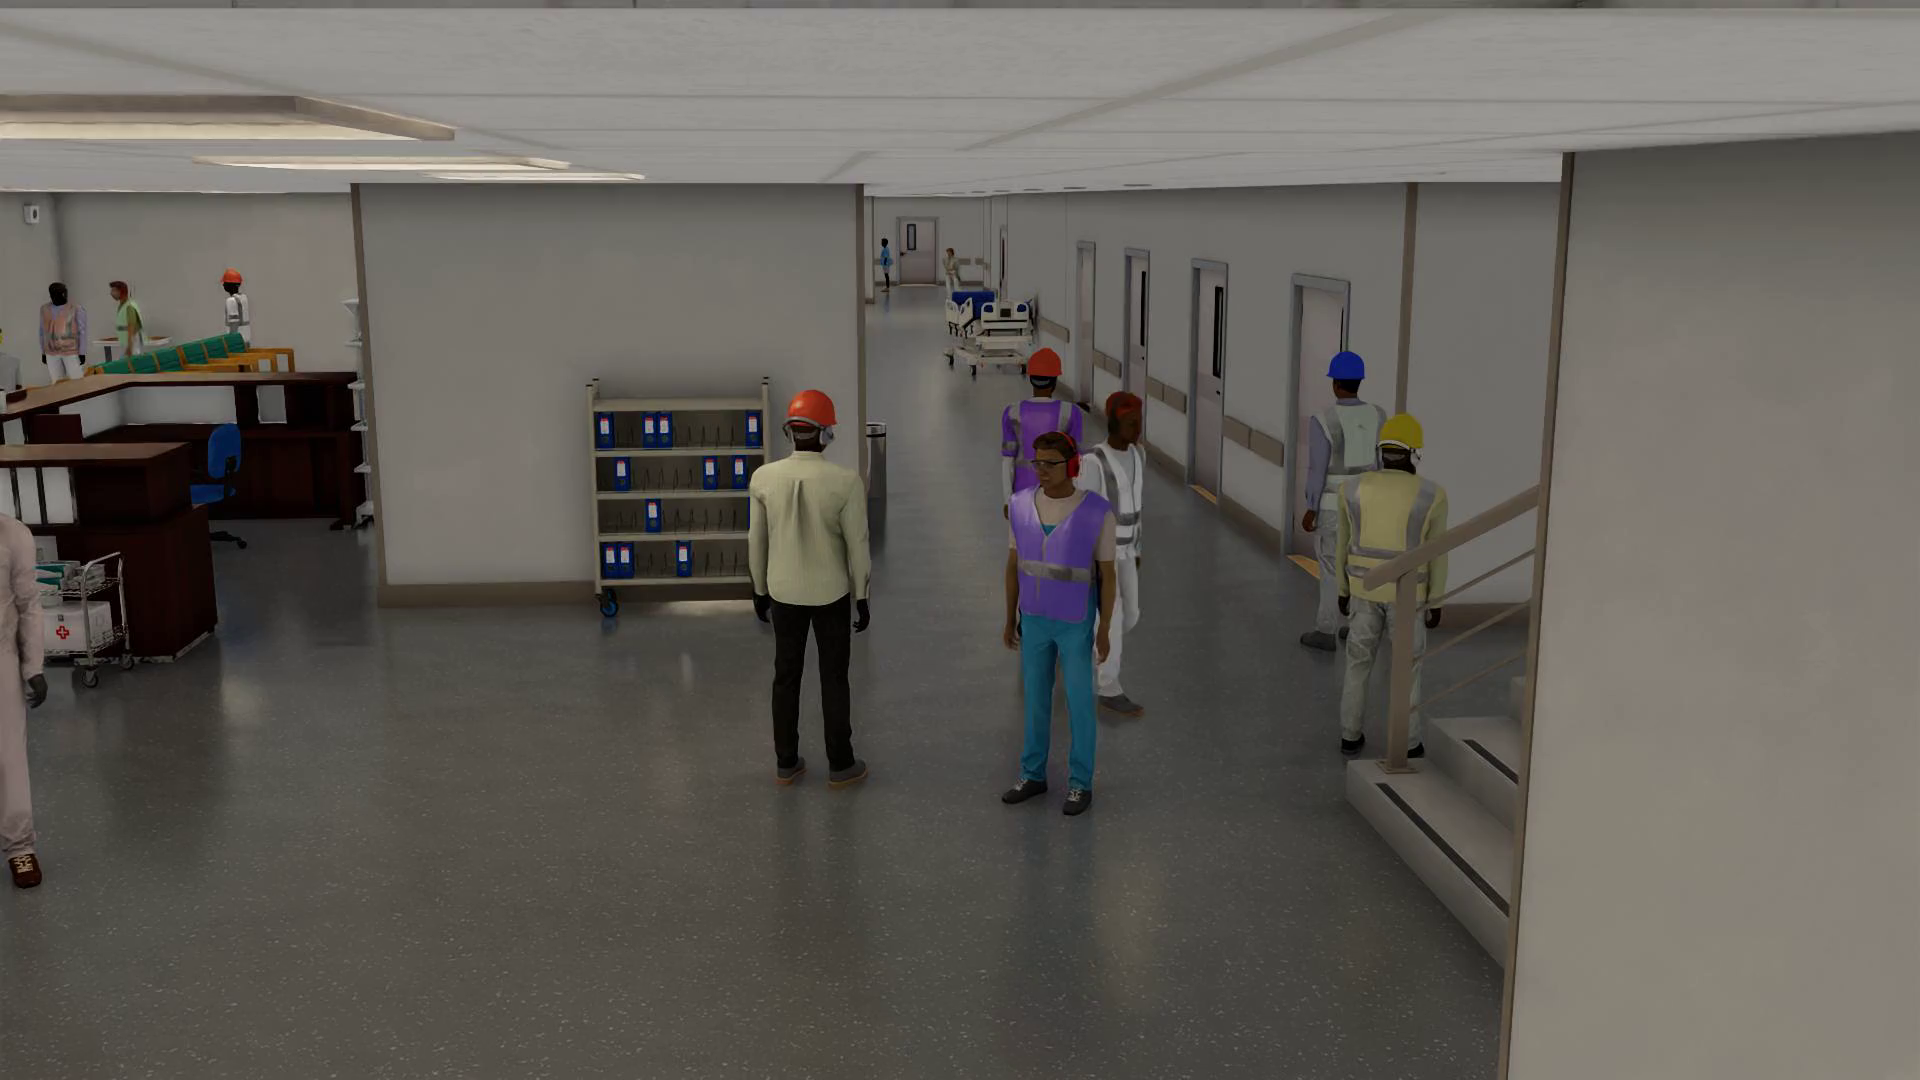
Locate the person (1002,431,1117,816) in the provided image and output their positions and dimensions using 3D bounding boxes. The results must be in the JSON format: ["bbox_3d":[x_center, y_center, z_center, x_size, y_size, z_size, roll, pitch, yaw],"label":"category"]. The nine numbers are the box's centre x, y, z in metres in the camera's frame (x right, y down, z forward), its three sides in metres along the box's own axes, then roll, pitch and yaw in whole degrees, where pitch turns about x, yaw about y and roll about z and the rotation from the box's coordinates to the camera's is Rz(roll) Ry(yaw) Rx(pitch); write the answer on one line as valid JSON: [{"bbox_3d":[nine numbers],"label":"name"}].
[{"bbox_3d":[0.480,0.388,7.956,0.567,1.841,0.377,7,13,30],"label":"person"}]

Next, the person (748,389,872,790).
[{"bbox_3d":[-0.731,0.250,8.257,0.624,1.990,0.397,3,12,15],"label":"person"}]

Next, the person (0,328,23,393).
[{"bbox_3d":[-8.658,-1.058,14.991,0.339,1.857,0.516,5,13,23],"label":"person"}]

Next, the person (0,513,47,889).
[{"bbox_3d":[-4.179,0.558,6.960,0.636,1.911,0.405,-6,13,-25],"label":"person"}]

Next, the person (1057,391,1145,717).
[{"bbox_3d":[0.792,0.066,9.489,0.606,1.862,0.590,9,15,38],"label":"person"}]

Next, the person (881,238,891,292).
[{"bbox_3d":[-2.375,-8.767,53.045,0.322,1.697,0.535,0,12,2],"label":"person"}]

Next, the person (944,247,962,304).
[{"bbox_3d":[-0.153,-7.422,46.730,0.522,1.604,0.701,7,13,30],"label":"person"}]

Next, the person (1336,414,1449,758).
[{"bbox_3d":[2.245,0.254,8.674,0.589,1.823,0.404,7,13,30],"label":"person"}]

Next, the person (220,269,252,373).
[{"bbox_3d":[-10.195,-2.835,23.458,0.347,1.943,0.544,-1,12,-4],"label":"person"}]

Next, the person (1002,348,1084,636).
[{"bbox_3d":[0.554,-0.309,11.121,0.544,1.939,0.372,2,12,11],"label":"person"}]

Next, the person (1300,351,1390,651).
[{"bbox_3d":[2.490,-0.247,10.796,0.603,1.948,0.384,-5,13,-25],"label":"person"}]

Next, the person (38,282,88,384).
[{"bbox_3d":[-11.823,-2.472,21.933,0.627,1.844,0.429,0,12,1],"label":"person"}]
